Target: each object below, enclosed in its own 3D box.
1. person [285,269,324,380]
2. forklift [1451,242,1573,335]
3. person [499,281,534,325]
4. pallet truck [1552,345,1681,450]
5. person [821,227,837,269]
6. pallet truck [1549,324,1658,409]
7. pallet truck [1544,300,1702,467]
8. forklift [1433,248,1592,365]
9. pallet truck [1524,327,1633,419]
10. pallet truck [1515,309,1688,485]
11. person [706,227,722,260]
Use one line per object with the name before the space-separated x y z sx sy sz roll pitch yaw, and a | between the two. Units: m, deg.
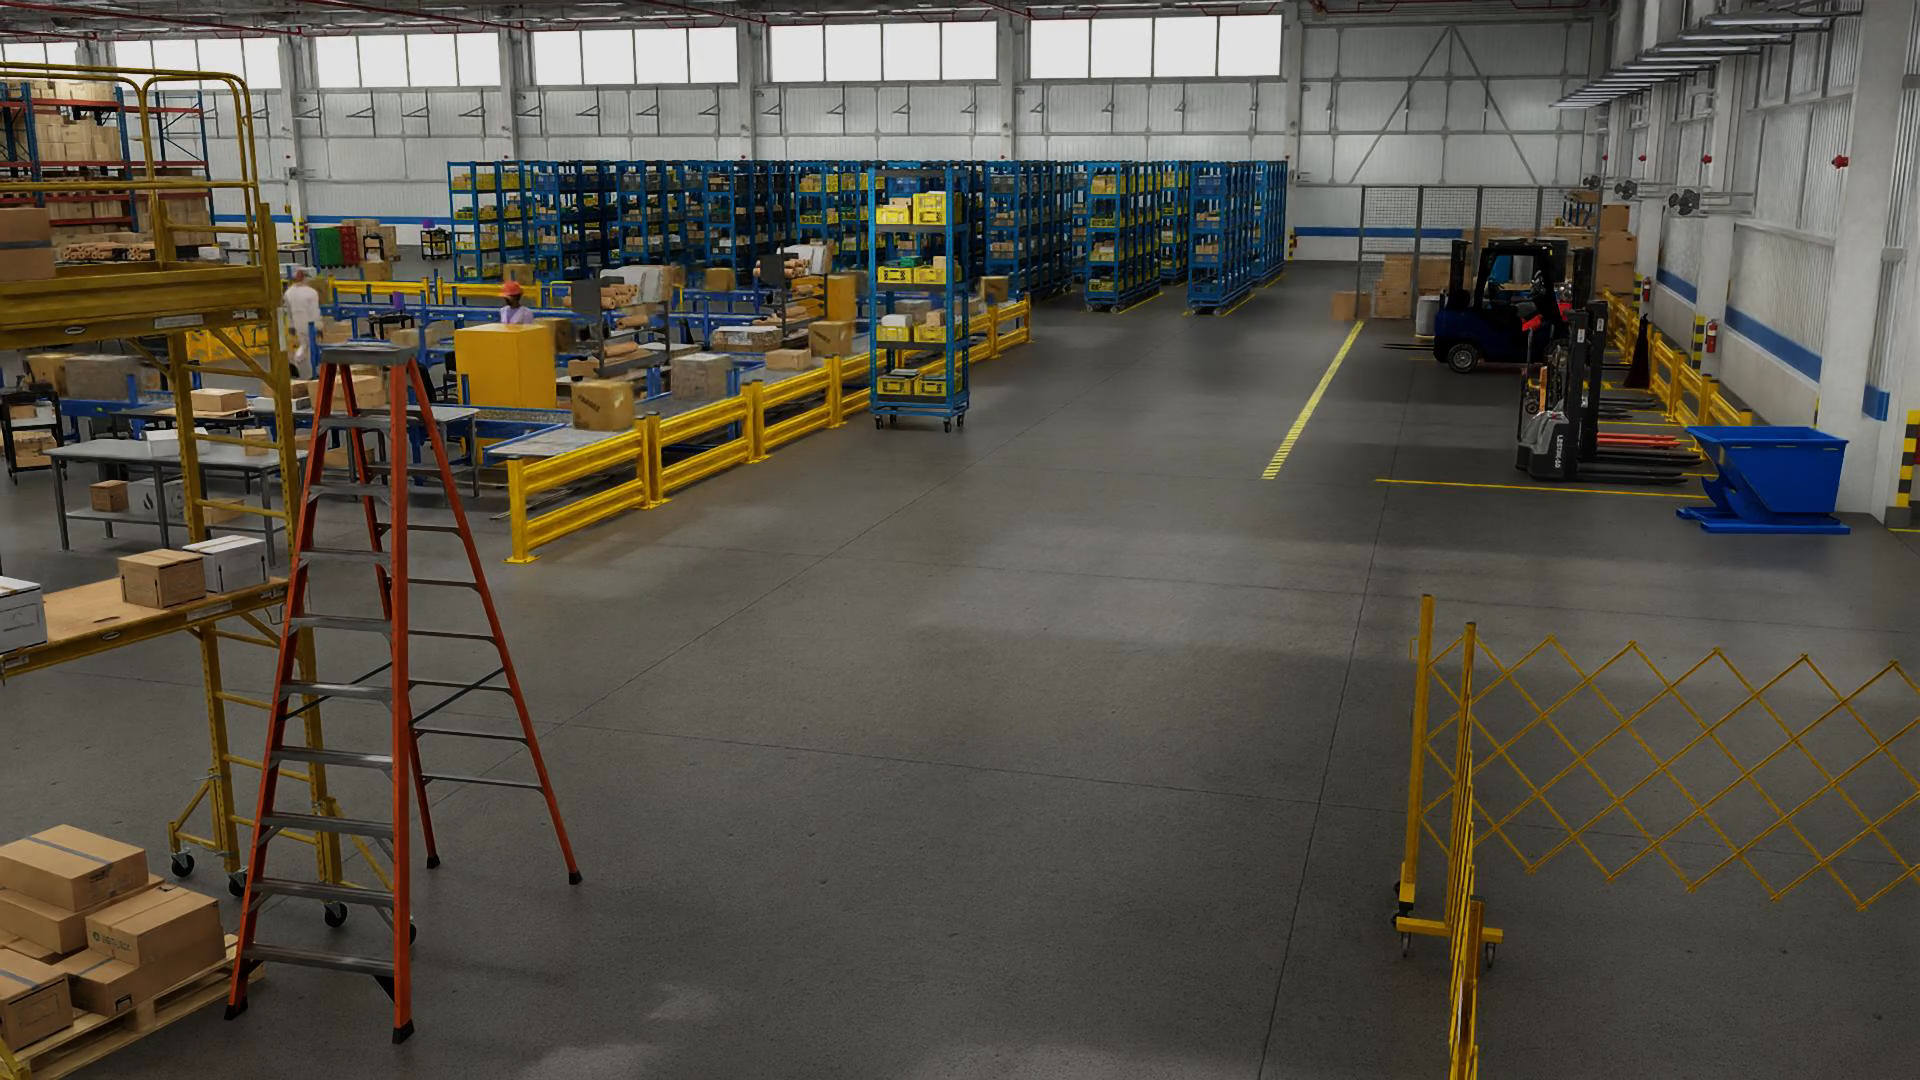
person | -11.068 -3.630 28.102 0.650 1.890 0.548 5 14 21
forklift | 10.464 -4.597 31.405 2.680 1.987 1.157 4 14 16
person | -6.279 -2.636 23.490 0.613 2.040 0.387 8 15 32
pallet truck | 8.641 -1.896 21.908 1.630 1.274 0.653 4 14 16
person | -4.314 -9.850 55.157 0.577 1.813 0.797 2 13 10
pallet truck | 9.824 -2.669 25.407 1.601 1.201 0.680 4 14 16
pallet truck | 8.263 -1.952 20.631 1.885 1.965 0.823 5 14 20
forklift | 9.780 -4.111 29.280 2.680 1.987 1.157 3 13 14
pallet truck | 9.065 -2.460 24.370 1.522 1.261 0.704 3 13 14
pallet truck | 7.554 -1.677 19.446 1.885 1.965 0.823 3 13 14
person | -7.373 -8.755 50.024 0.611 1.995 0.375 0 13 1
